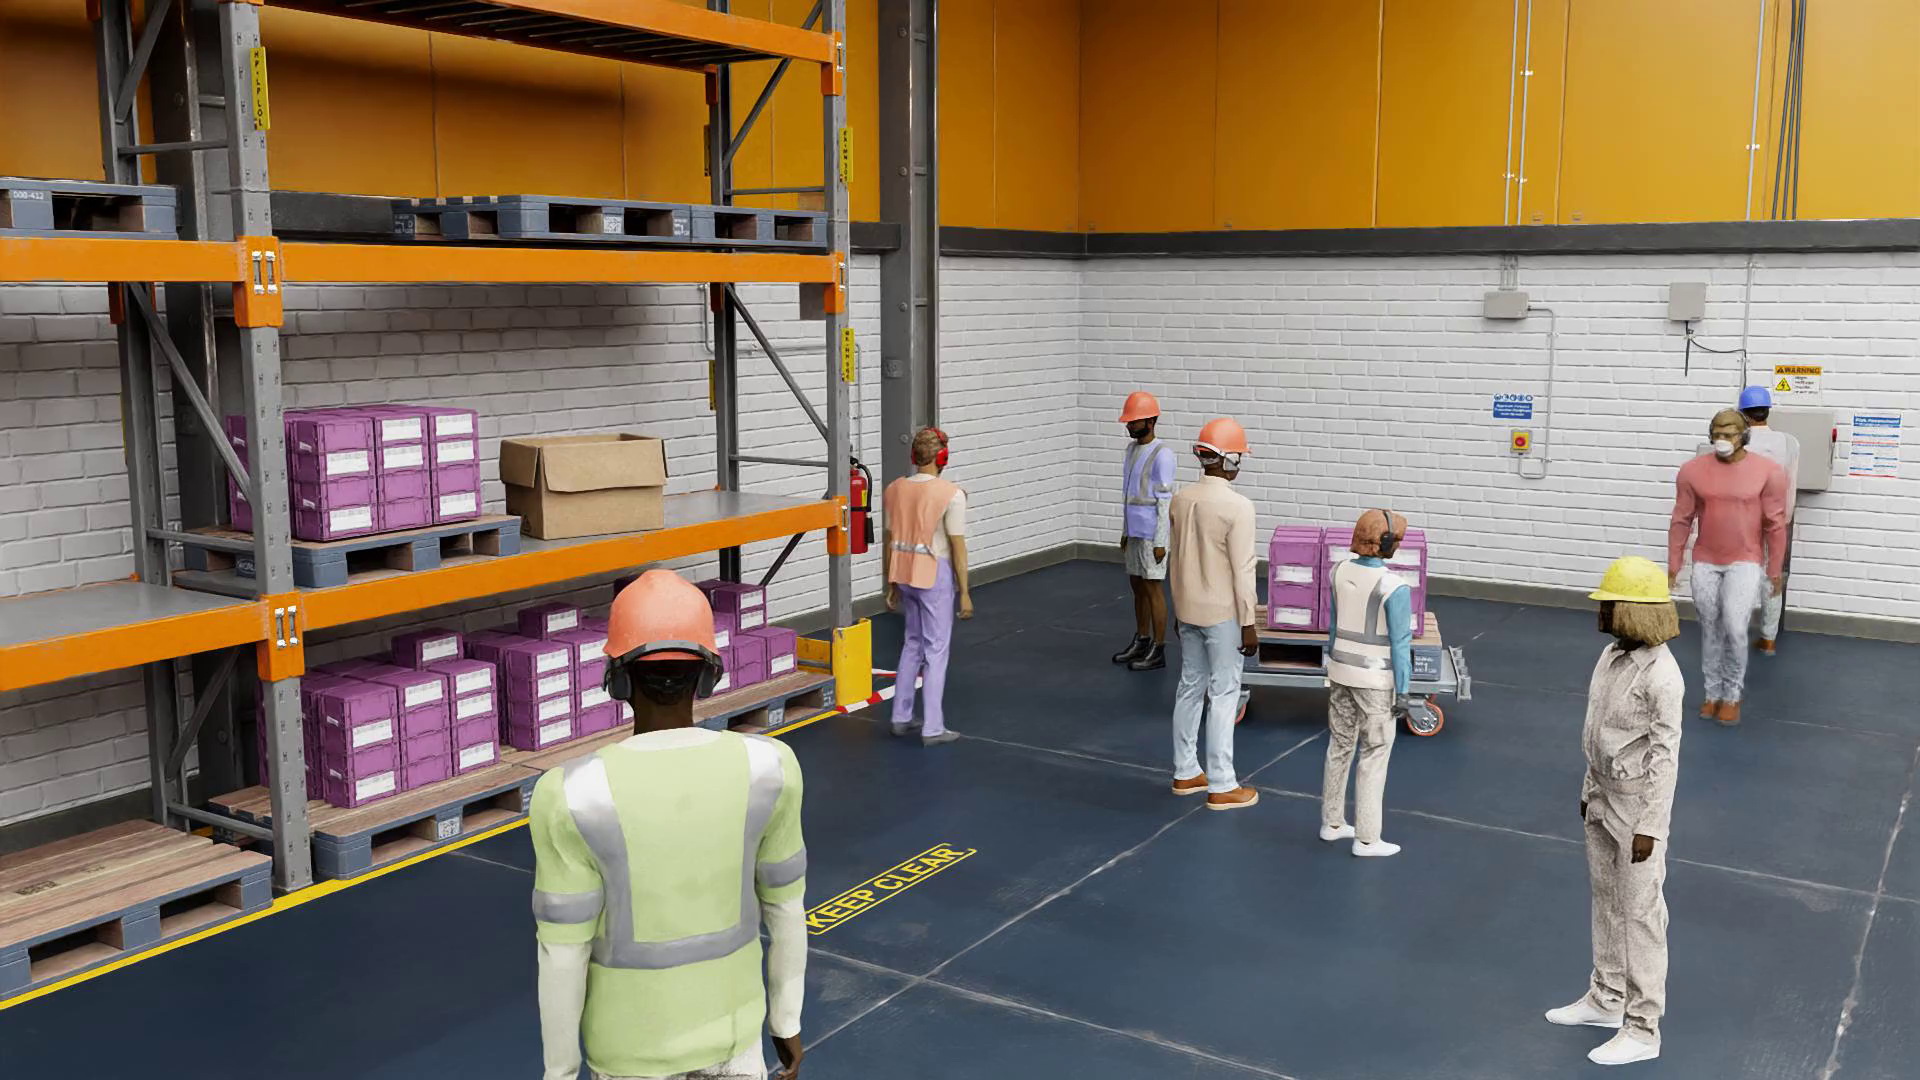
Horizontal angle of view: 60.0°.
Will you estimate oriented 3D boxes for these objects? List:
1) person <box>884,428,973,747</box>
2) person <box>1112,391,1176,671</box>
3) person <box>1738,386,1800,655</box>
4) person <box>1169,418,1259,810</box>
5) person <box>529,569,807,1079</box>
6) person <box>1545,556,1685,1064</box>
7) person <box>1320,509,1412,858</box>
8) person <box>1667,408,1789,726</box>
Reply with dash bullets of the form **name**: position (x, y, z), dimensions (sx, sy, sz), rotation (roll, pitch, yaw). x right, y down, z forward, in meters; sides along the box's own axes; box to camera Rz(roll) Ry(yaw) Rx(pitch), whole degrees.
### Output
- **person**: position (-0.188, 0.275, 9.605), dimensions (0.573, 1.834, 0.416), rotation (8, 12, 42)
- **person**: position (1.257, -0.062, 11.493), dimensions (0.386, 1.929, 0.543), rotation (-4, 9, -22)
- **person**: position (5.655, -0.114, 11.882), dimensions (0.602, 1.910, 0.401), rotation (-1, 9, -7)
- **person**: position (1.306, 0.371, 8.499), dimensions (0.399, 1.988, 0.615), rotation (-5, 10, -30)
- **person**: position (-0.644, 1.078, 3.704), dimensions (0.615, 2.040, 0.391), rotation (-5, 10, -27)
- **person**: position (2.274, 0.917, 5.722), dimensions (0.294, 1.744, 0.487), rotation (-1, 9, -5)
- **person**: position (1.887, 0.664, 7.731), dimensions (0.315, 1.631, 0.524), rotation (-5, 10, -28)
- **person**: position (4.579, 0.166, 10.012), dimensions (0.656, 1.918, 0.583), rotation (8, 12, 42)
